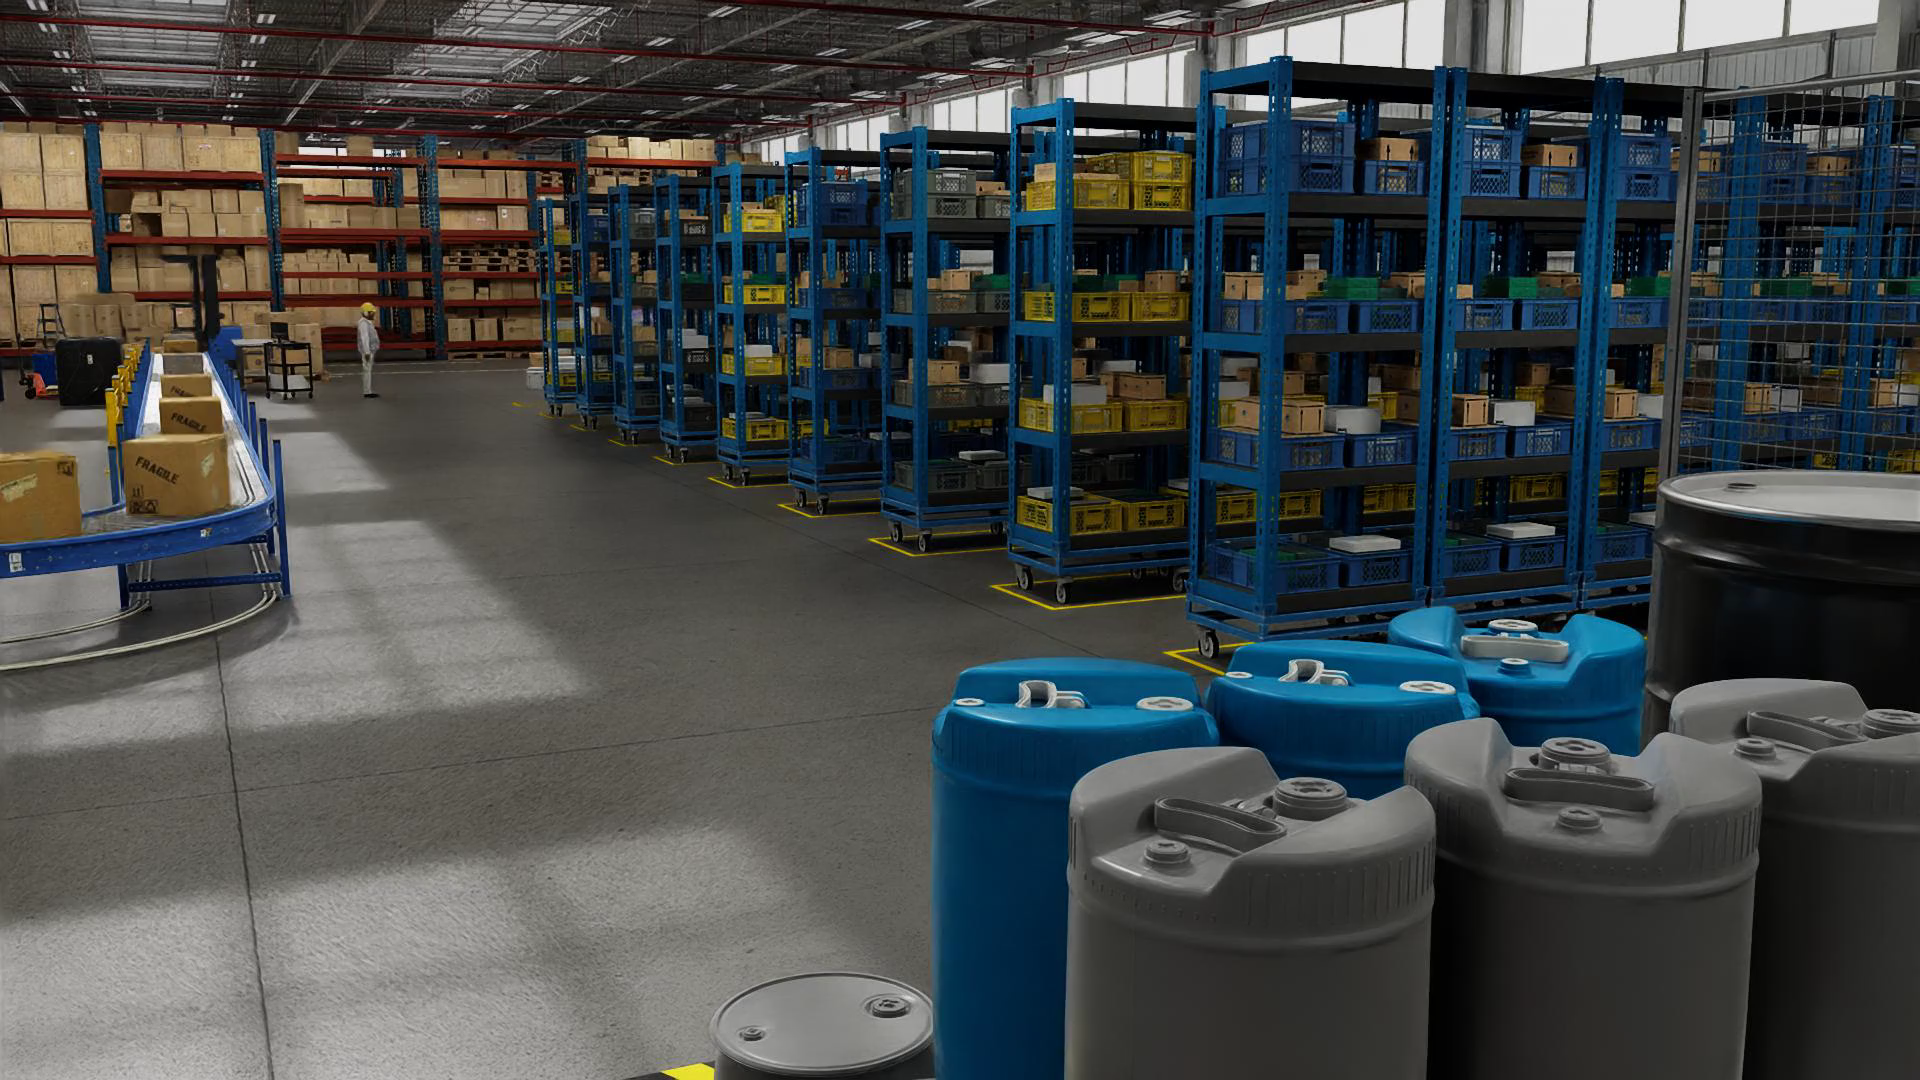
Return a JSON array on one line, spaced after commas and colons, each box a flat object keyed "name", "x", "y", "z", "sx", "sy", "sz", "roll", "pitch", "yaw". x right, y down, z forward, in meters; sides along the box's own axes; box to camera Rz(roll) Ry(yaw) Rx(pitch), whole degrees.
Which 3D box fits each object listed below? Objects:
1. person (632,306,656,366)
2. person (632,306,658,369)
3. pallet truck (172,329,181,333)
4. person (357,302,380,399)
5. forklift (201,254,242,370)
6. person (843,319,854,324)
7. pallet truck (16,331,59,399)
[{"name": "person", "x": -7.103, "y": -4.526, "z": 37.369, "sx": 0.568, "sy": 1.843, "sz": 0.374, "roll": -2, "pitch": 9, "yaw": -12}, {"name": "person", "x": -5.959, "y": -3.628, "z": 31.669, "sx": 0.655, "sy": 1.883, "sz": 0.537, "roll": 4, "pitch": 10, "yaw": 24}, {"name": "pallet truck", "x": -17.275, "y": -3.851, "z": 35.096, "sx": 1.601, "sy": 1.201, "sz": 0.680, "roll": 0, "pitch": 9, "yaw": 1}, {"name": "person", "x": -11.279, "y": -3.612, "z": 31.734, "sx": 0.404, "sy": 1.833, "sz": 0.592, "roll": -2, "pitch": 9, "yaw": -15}, {"name": "forklift", "x": -17.960, "y": -5.465, "z": 39.994, "sx": 1.873, "sy": 2.768, "sz": 1.129, "roll": -4, "pitch": 10, "yaw": -25}, {"name": "person", "x": -3.018, "y": -5.483, "z": 43.724, "sx": 0.504, "sy": 1.704, "sz": 0.592, "roll": -1, "pitch": 9, "yaw": -8}, {"name": "pallet truck", "x": -17.082, "y": -3.353, "z": 31.781, "sx": 1.630, "sy": 1.274, "sz": 0.653, "roll": -4, "pitch": 10, "yaw": -25}]
